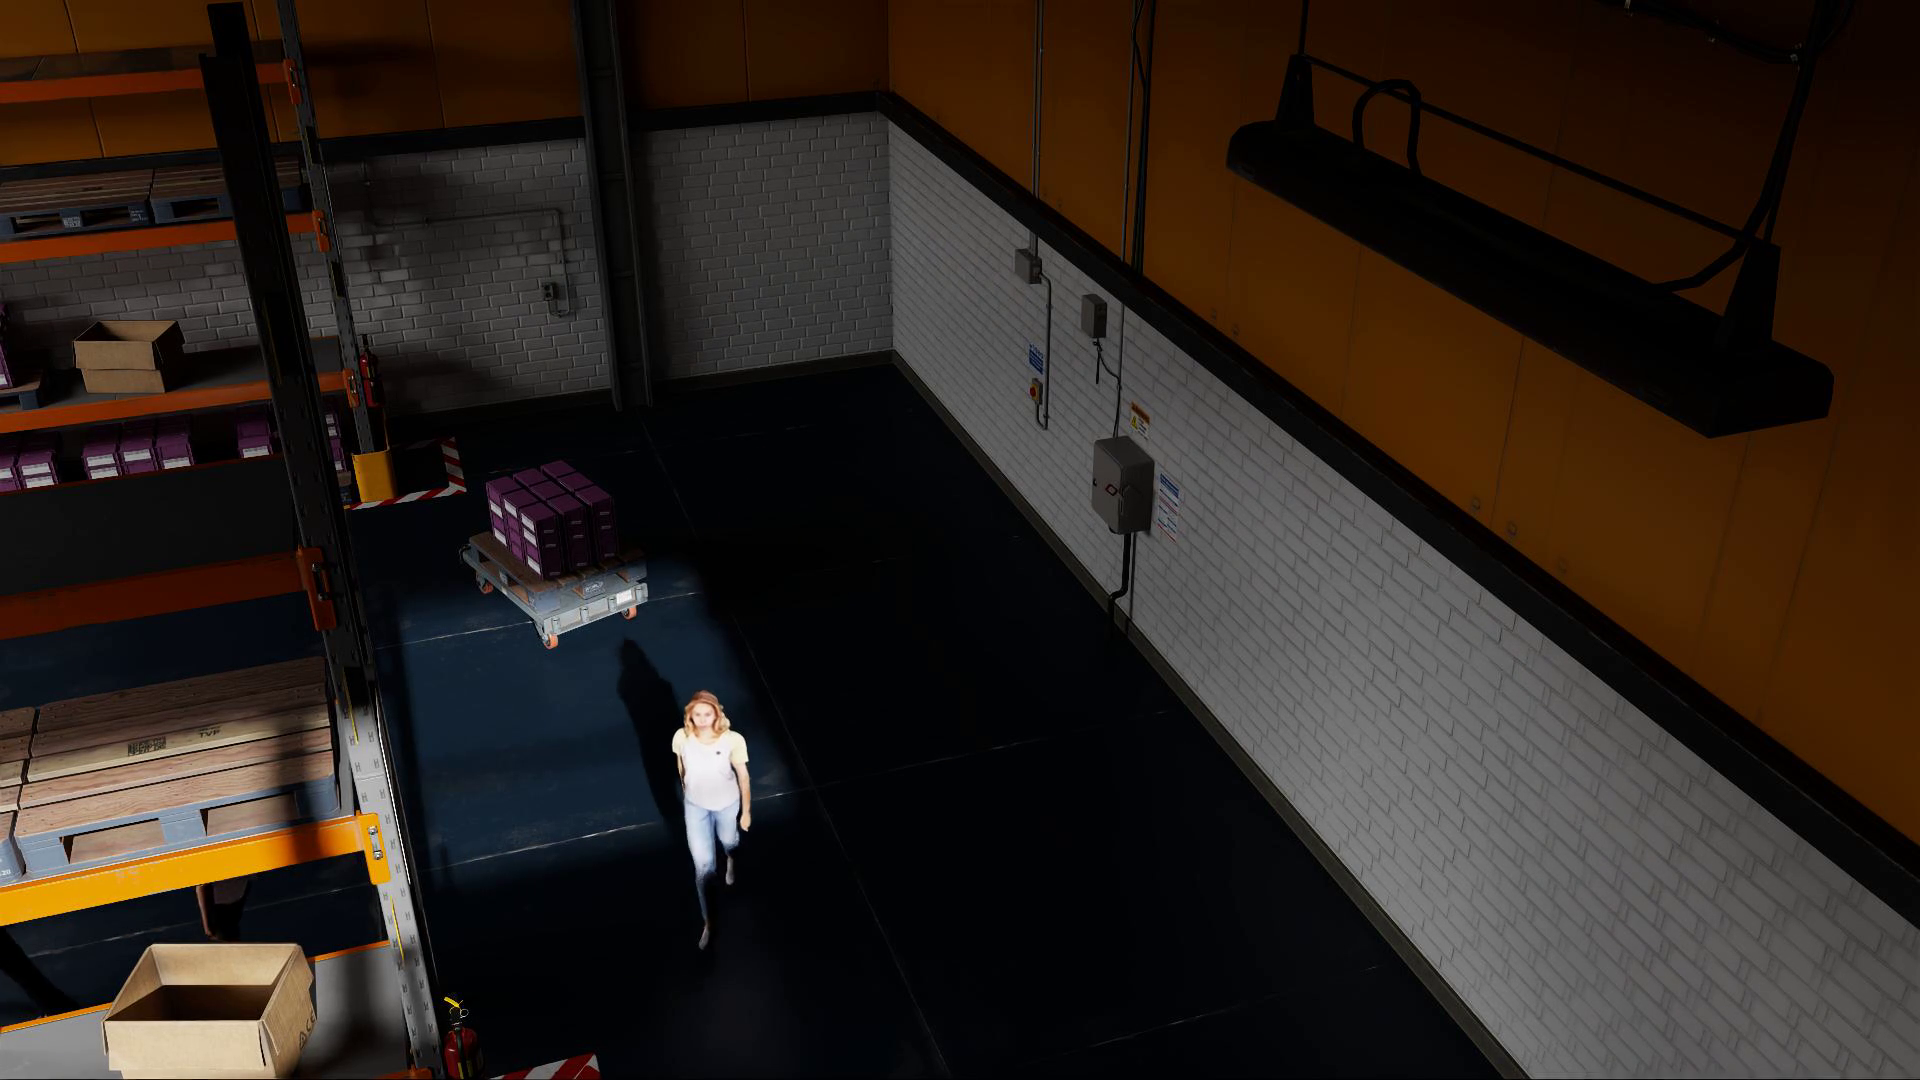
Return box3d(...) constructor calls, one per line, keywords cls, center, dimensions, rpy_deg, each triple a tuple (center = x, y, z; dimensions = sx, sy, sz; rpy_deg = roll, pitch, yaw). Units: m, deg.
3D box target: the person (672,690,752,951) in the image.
box3d(cls="person", center=(-1.523, 1.617, 10.432), dimensions=(1.185, 1.665, 0.963), rpy_deg=(0, 29, 0))
